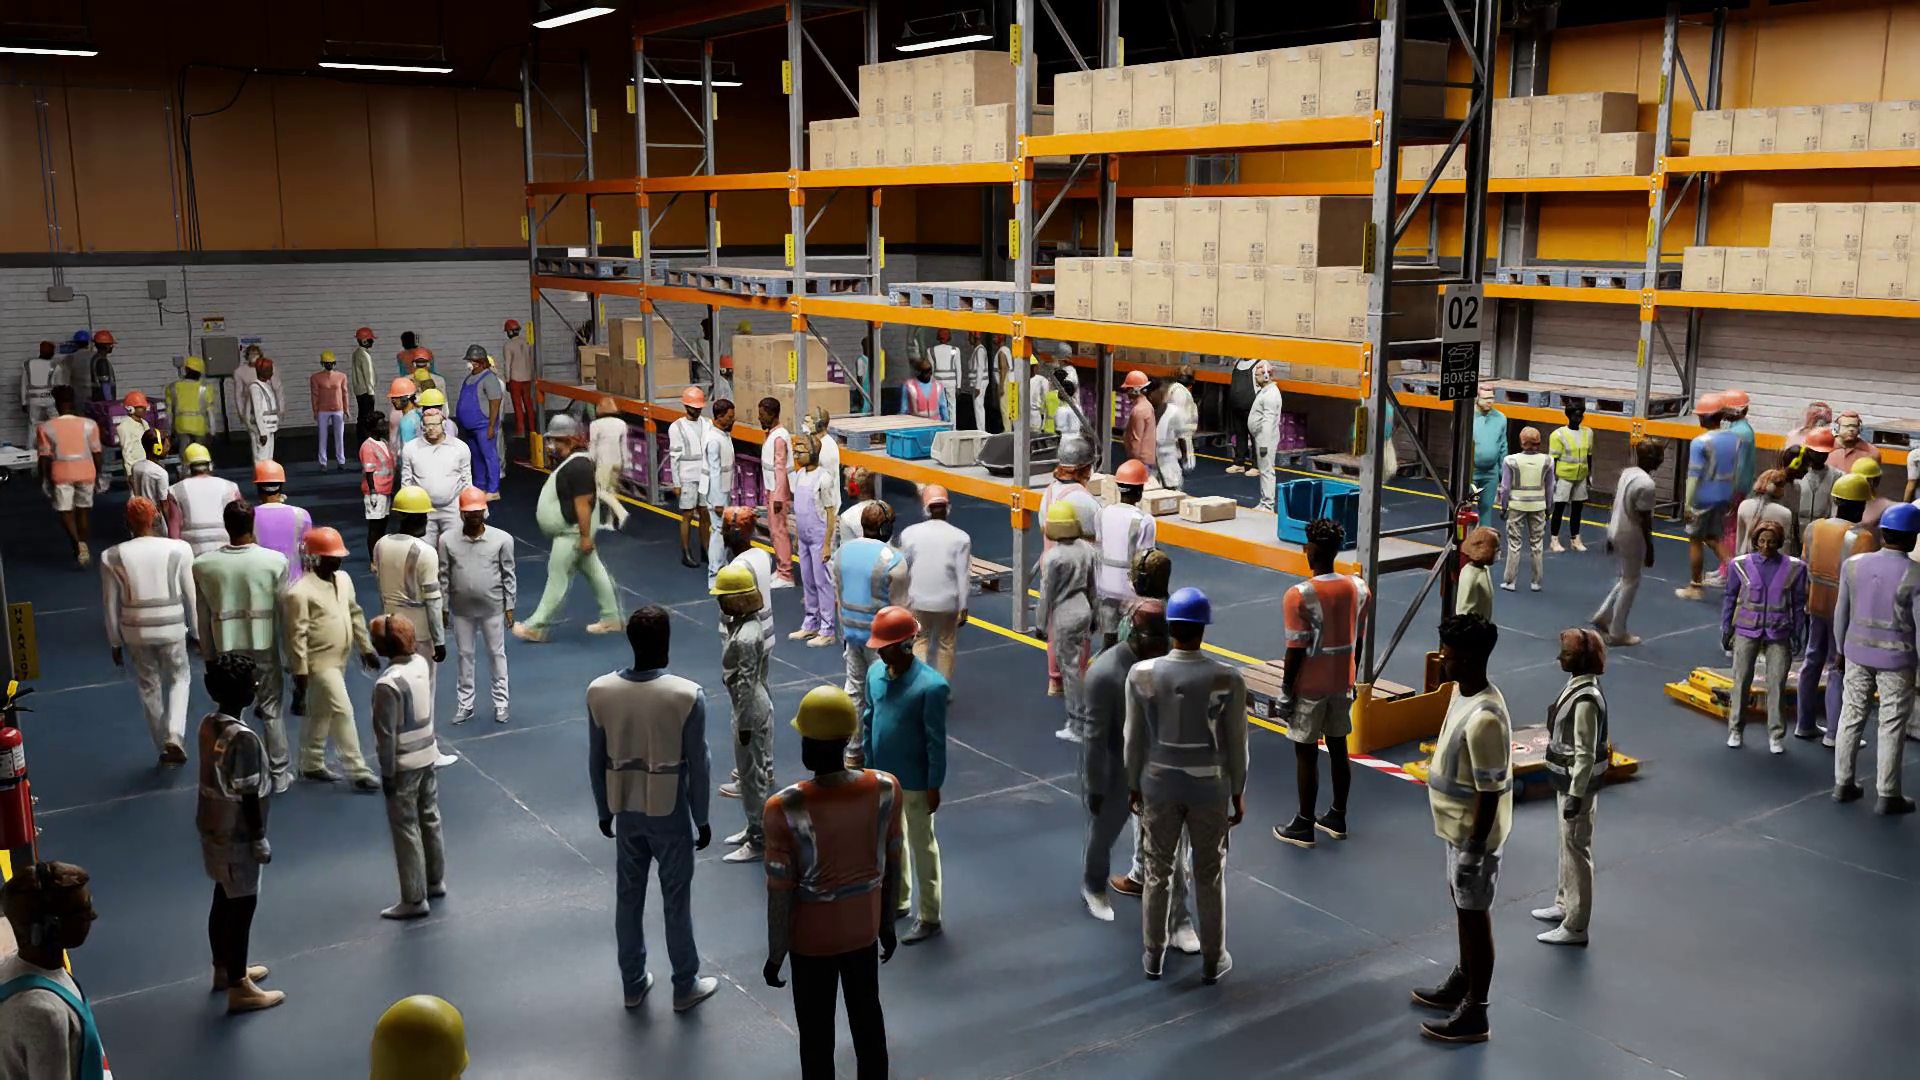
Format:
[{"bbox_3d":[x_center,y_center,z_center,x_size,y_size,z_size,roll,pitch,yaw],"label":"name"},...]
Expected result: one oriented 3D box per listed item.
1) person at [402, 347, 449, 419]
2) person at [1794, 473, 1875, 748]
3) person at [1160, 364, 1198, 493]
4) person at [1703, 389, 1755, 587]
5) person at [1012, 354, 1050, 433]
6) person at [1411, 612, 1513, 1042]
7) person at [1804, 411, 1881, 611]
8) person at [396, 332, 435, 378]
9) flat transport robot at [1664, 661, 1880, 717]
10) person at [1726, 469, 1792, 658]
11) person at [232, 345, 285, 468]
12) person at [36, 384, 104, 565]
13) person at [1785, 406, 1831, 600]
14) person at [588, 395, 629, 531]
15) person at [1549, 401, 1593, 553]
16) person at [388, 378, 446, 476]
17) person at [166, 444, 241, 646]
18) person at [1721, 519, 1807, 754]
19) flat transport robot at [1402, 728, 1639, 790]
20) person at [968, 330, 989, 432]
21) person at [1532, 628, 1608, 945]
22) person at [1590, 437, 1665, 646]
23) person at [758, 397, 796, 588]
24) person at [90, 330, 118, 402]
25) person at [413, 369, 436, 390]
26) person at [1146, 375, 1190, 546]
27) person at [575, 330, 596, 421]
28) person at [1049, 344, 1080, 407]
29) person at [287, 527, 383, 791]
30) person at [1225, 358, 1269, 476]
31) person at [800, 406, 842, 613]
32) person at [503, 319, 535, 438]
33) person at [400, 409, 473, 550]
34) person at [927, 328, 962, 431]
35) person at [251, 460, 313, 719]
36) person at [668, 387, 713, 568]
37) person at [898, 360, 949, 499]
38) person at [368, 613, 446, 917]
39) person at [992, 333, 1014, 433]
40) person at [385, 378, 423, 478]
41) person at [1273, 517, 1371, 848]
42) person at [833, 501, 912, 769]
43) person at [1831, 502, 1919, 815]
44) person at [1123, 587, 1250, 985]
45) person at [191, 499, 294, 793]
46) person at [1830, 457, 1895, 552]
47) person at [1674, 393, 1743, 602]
[{"bbox_3d":[-7.027,-1.533,21.850,0.618,1.986,0.408,-3,12,-17],"label":"person"},{"bbox_3d":[6.136,0.490,11.632,0.372,1.928,0.584,-3,12,-17],"label":"person"},{"bbox_3d":[2.803,-1.338,21.274,0.480,1.824,0.626,0,11,0],"label":"person"},{"bbox_3d":[7.710,-0.518,16.637,0.386,1.989,0.608,5,12,24],"label":"person"},{"bbox_3d":[0.918,-1.552,22.087,0.594,1.924,0.382,10,15,42],"label":"person"},{"bbox_3d":[2.283,1.283,7.483,0.374,1.963,0.607,2,11,11],"label":"person"},{"bbox_3d":[8.176,-0.249,15.474,0.645,1.908,0.408,4,12,18],"label":"person"},{"bbox_3d":[-8.637,-2.370,26.451,0.675,1.859,0.867,-10,15,-42],"label":"person"},{"bbox_3d":[6.197,1.118,12.674,1.431,0.197,0.652,-3,11,-15],"label":"flat transport robot"},{"bbox_3d":[6.645,0.218,13.811,0.283,1.625,0.495,-6,12,-28],"label":"person"},{"bbox_3d":[-9.953,-1.836,23.651,0.648,1.891,1.020,-5,12,-25],"label":"person"},{"bbox_3d":[-9.357,-0.670,17.546,0.609,1.942,0.753,-9,14,-40],"label":"person"},{"bbox_3d":[8.204,-0.340,15.977,0.629,1.886,0.673,2,11,10],"label":"person"},{"bbox_3d":[-4.059,-0.878,19.430,0.592,1.614,0.514,9,14,39],"label":"person"},{"bbox_3d":[6.714,-0.693,18.309,0.538,1.686,0.319,-3,11,-15],"label":"person"},{"bbox_3d":[-6.229,-0.943,19.077,0.642,1.898,0.834,-7,13,-31],"label":"person"},{"bbox_3d":[-6.406,0.077,14.171,0.617,1.779,0.778,-7,13,-31],"label":"person"},{"bbox_3d":[5.558,0.659,11.536,0.524,1.631,0.319,5,12,23],"label":"person"},{"bbox_3d":[3.704,1.449,10.981,1.431,0.197,0.652,-5,12,-24],"label":"flat transport robot"},{"bbox_3d":[0.290,-2.542,27.292,0.358,1.878,0.585,-1,11,-5],"label":"person"},{"bbox_3d":[3.137,1.249,8.497,0.306,1.637,0.522,3,11,15],"label":"person"},{"bbox_3d":[5.784,0.019,14.316,0.413,1.821,0.582,-1,11,-4],"label":"person"},{"bbox_3d":[-1.817,-0.480,16.666,0.391,1.905,0.599,-3,11,-14],"label":"person"},{"bbox_3d":[-12.464,-2.043,24.318,0.404,2.037,0.606,-8,13,-34],"label":"person"},{"bbox_3d":[-6.916,-1.357,21.589,0.320,1.738,0.487,3,11,13],"label":"person"},{"bbox_3d":[2.288,-0.928,18.911,0.659,1.924,0.647,3,12,16],"label":"person"},{"bbox_3d":[-6.066,-2.489,27.070,0.328,1.861,0.506,-3,11,-15],"label":"person"},{"bbox_3d":[1.328,-1.630,22.195,0.535,2.000,0.715,0,11,2],"label":"person"},{"bbox_3d":[-3.976,0.765,10.739,0.802,1.716,0.583,2,11,9],"label":"person"},{"bbox_3d":[4.083,-1.932,23.741,0.536,2.000,0.688,-8,13,-34],"label":"person"},{"bbox_3d":[-1.299,-0.290,15.595,0.370,1.940,0.627,-3,11,-14],"label":"person"},{"bbox_3d":[-7.422,-2.702,27.866,0.434,1.977,0.603,7,13,31],"label":"person"},{"bbox_3d":[-4.918,-0.289,15.673,0.651,1.907,0.409,-3,11,-16],"label":"person"},{"bbox_3d":[-0.257,-2.527,27.192,0.572,1.883,0.356,1,11,4],"label":"person"},{"bbox_3d":[-5.056,0.366,12.289,0.550,1.925,0.391,-8,13,-35],"label":"person"},{"bbox_3d":[-2.788,-0.660,17.547,0.390,1.923,0.550,11,15,43],"label":"person"},{"bbox_3d":[-0.440,-1.453,21.874,0.661,1.806,0.839,-4,12,-22],"label":"person"},{"bbox_3d":[-2.939,1.186,8.834,0.313,1.635,0.518,1,11,5],"label":"person"},{"bbox_3d":[0.723,-2.566,27.536,0.406,1.834,0.565,1,11,3],"label":"person"},{"bbox_3d":[-5.715,-0.669,17.302,0.406,2.036,0.606,-1,11,-5],"label":"person"},{"bbox_3d":[2.114,0.833,9.781,0.604,1.966,0.367,-6,13,-30],"label":"person"},{"bbox_3d":[-0.555,0.656,11.040,0.629,1.837,0.430,9,14,40],"label":"person"},{"bbox_3d":[5.760,0.728,10.368,0.403,1.943,0.610,-7,13,-31],"label":"person"},{"bbox_3d":[1.090,1.189,8.030,0.602,1.938,0.403,3,11,14],"label":"person"},{"bbox_3d":[-4.549,0.696,10.622,0.589,1.913,0.393,-2,11,-12],"label":"person"},{"bbox_3d":[7.476,0.161,13.790,0.747,1.744,0.525,-8,14,-36],"label":"person"},{"bbox_3d":[7.180,-0.386,15.859,0.629,2.024,0.560,-5,12,-24],"label":"person"}]
